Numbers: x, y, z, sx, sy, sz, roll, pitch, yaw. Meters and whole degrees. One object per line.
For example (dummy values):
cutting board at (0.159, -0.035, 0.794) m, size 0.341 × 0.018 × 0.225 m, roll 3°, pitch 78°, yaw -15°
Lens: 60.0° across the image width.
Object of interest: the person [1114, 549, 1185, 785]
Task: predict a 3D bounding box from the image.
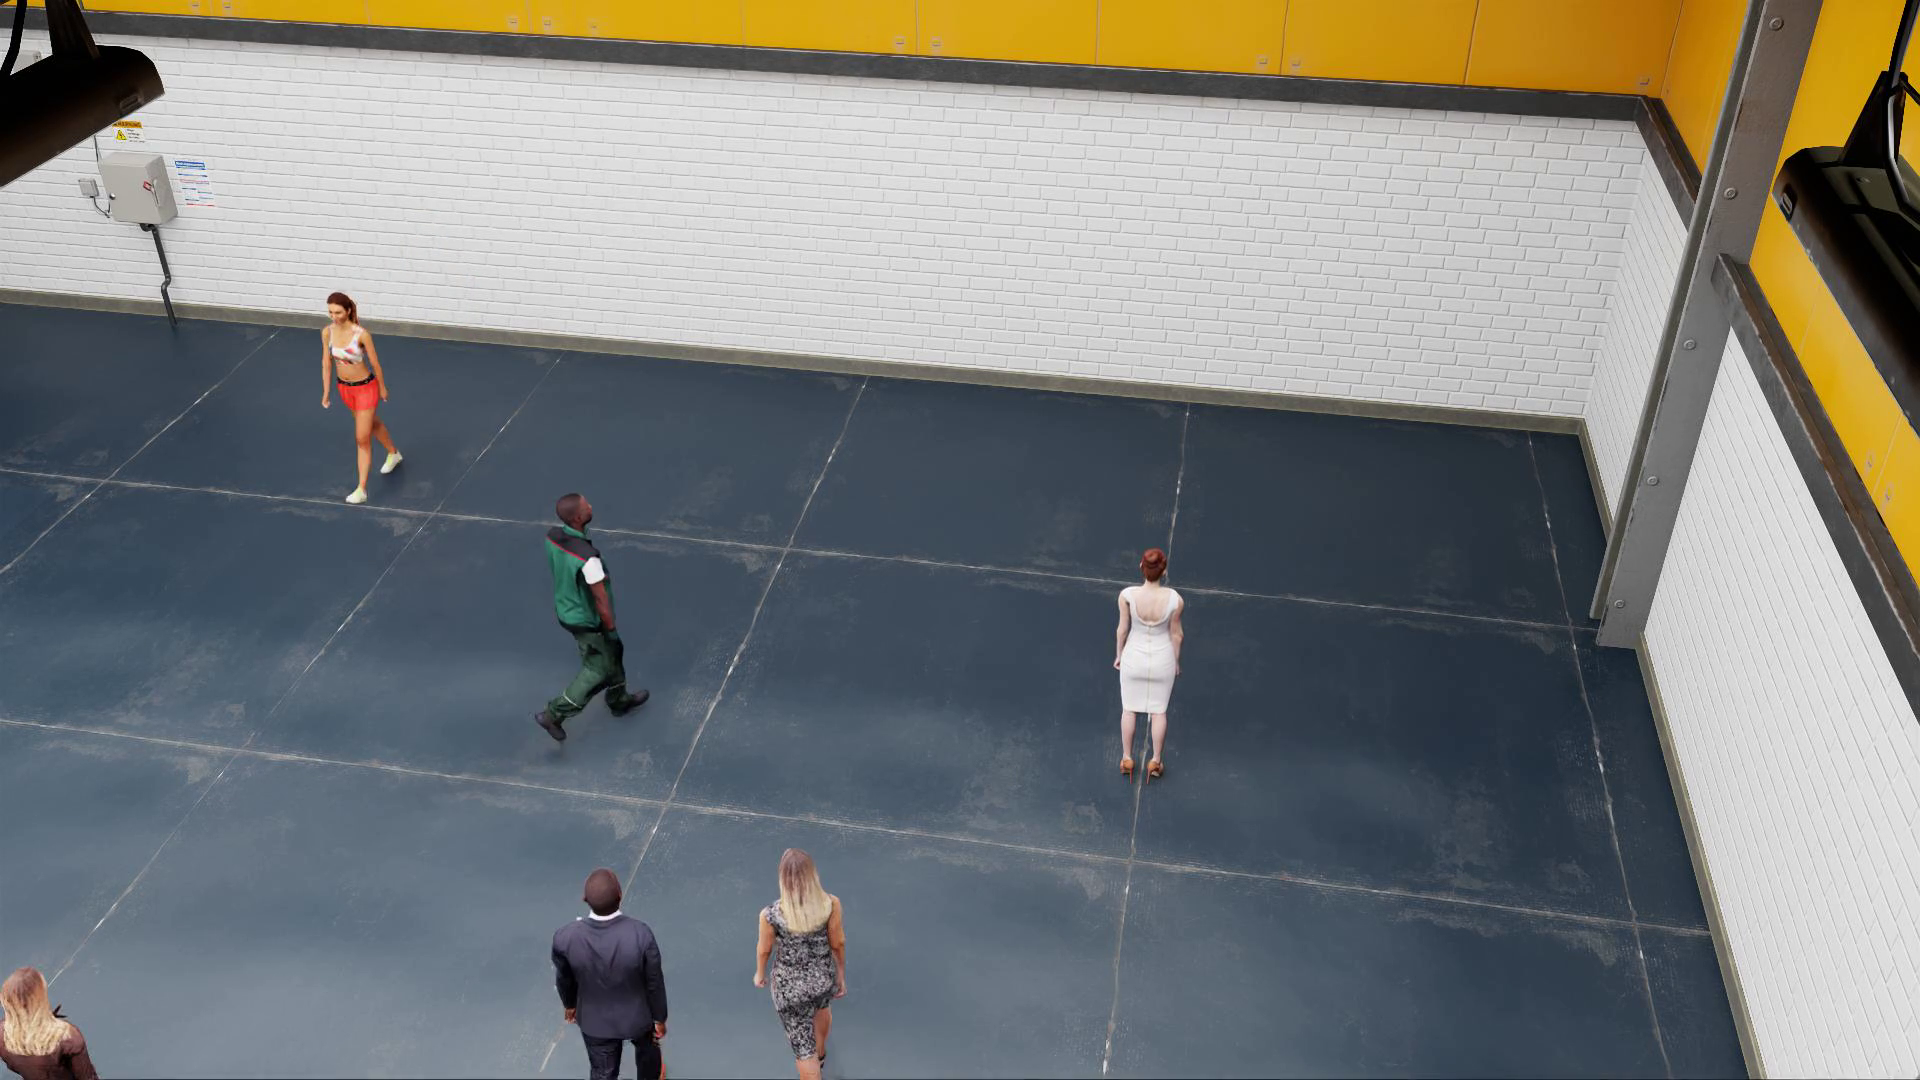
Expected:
person at (1.176, 0.793, 10.510) m, size 0.574 × 1.790 × 0.480 m, roll 6°, pitch 34°, yaw 9°

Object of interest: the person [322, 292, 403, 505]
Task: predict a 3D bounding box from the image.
person at (-4.878, -1.238, 13.609) m, size 0.627 × 1.742 × 1.152 m, roll 8°, pitch 34°, yaw 12°

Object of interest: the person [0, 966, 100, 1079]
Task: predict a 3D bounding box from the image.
person at (-4.199, 2.727, 7.723) m, size 0.772 × 1.654 × 1.141 m, roll -1°, pitch 34°, yaw -2°

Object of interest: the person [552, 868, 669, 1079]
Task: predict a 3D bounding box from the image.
person at (-1.683, 2.373, 8.131) m, size 0.844 × 1.792 × 1.199 m, roll -1°, pitch 34°, yaw -2°

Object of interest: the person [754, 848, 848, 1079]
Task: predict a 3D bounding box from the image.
person at (-0.752, 2.303, 8.339) m, size 0.813 × 1.679 × 0.915 m, roll -13°, pitch 36°, yaw -19°

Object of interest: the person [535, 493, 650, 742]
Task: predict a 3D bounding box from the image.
person at (-2.494, 0.537, 10.870) m, size 1.197 × 1.818 × 1.110 m, roll -25°, pitch 41°, yaw -32°
